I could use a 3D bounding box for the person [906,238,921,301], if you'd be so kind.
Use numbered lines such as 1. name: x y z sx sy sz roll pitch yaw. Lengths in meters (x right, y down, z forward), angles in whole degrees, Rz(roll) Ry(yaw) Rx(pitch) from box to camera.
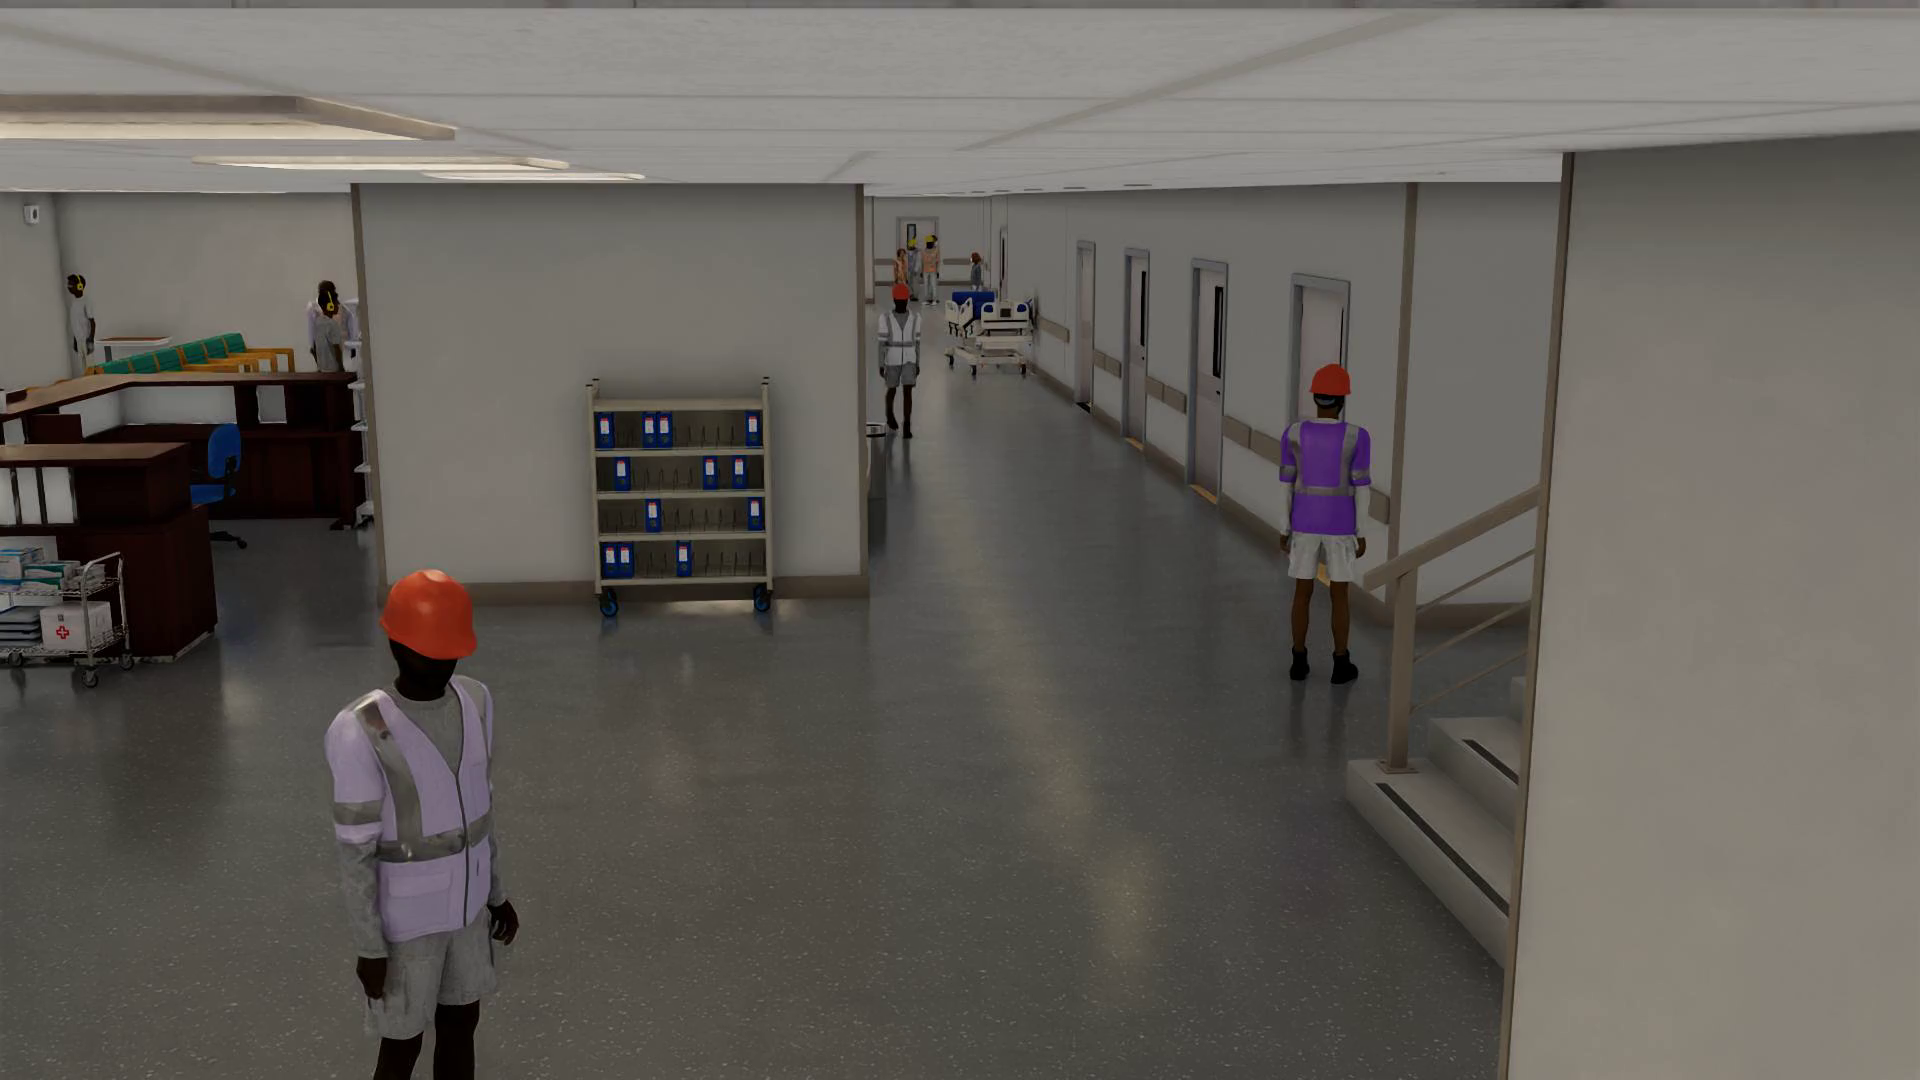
1. person: -1.351 -7.792 48.012 0.432 1.805 0.592 -10 15 -41

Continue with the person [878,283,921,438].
1. person: -0.767 -2.246 20.691 0.551 1.910 0.848 -3 12 -12

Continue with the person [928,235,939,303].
1. person: -0.801 -7.687 47.209 0.374 1.928 0.639 2 12 9

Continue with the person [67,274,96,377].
1. person: -12.420 -2.820 23.555 0.517 1.874 0.327 9 15 38

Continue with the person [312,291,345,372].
1. person: -7.307 -1.961 19.370 0.537 1.869 0.314 9 15 38

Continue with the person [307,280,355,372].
1. person: -8.766 -2.722 23.258 0.633 1.809 0.808 -6 13 -26

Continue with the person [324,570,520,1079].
1. person: -1.453 1.024 4.634 0.374 1.929 0.542 6 13 29

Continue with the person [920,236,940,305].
1. person: -0.838 -7.478 46.181 0.594 1.926 0.367 6 13 25

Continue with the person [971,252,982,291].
1. person: 0.382 -6.245 40.877 0.279 1.634 0.499 -4 12 -17

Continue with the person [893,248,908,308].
1. person: -1.566 -6.859 43.860 0.313 1.642 0.513 9 15 37

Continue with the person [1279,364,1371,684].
1. person: 2.204 -0.095 10.074 0.545 1.939 0.374 5 13 24
